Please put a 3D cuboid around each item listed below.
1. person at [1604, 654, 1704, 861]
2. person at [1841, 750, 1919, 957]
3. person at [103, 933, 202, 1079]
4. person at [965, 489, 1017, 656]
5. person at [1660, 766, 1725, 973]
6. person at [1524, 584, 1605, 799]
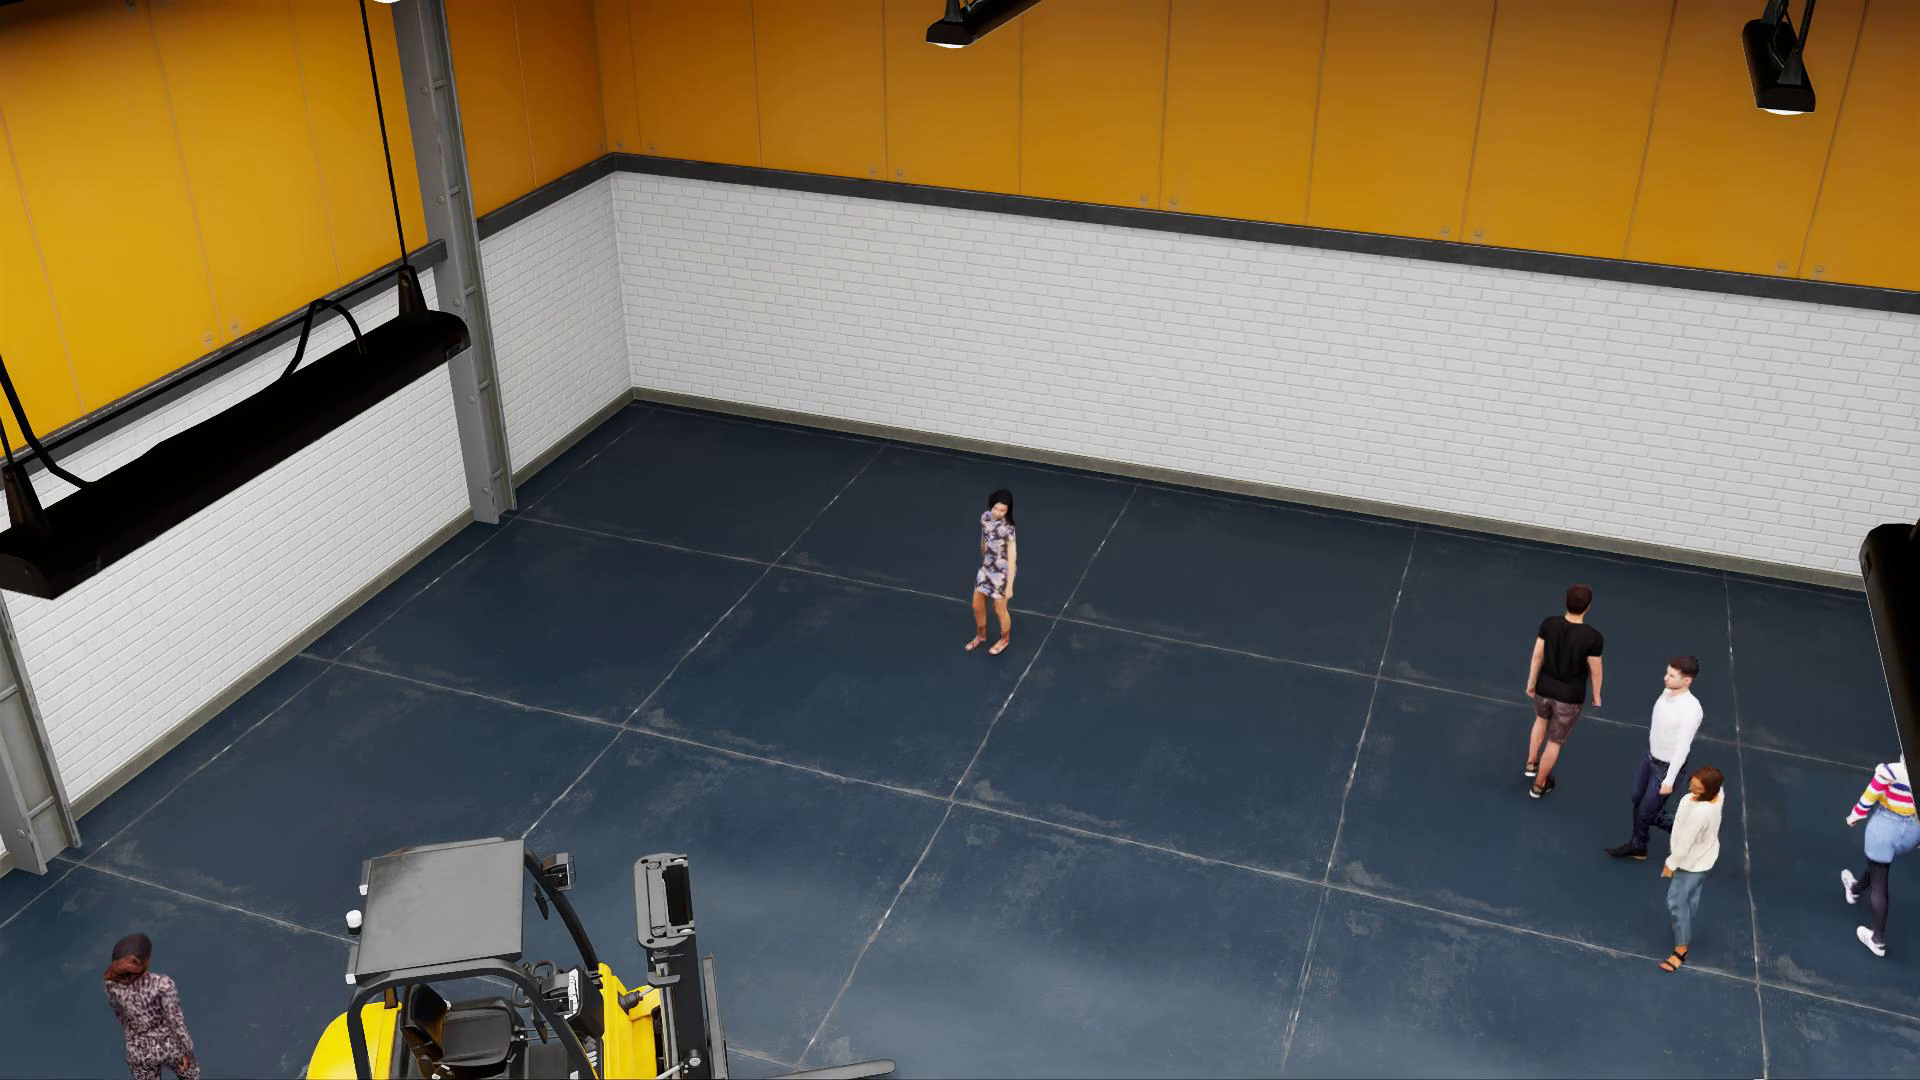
[{"bbox_3d":[5.279,1.650,12.235,0.853,1.850,0.907,1,29,2],"label":"person"},{"bbox_3d":[6.486,2.093,11.503,0.874,1.772,1.113,0,29,0],"label":"person"},{"bbox_3d":[-4.774,3.061,9.808,0.813,1.698,1.085,0,29,-1],"label":"person"},{"bbox_3d":[0.349,0.278,14.898,0.781,1.710,0.769,-17,33,-28],"label":"person"},{"bbox_3d":[5.098,2.171,11.487,0.628,1.652,0.816,-18,33,-30],"label":"person"},{"bbox_3d":[4.658,1.223,13.023,0.811,1.845,0.835,25,37,38],"label":"person"}]
